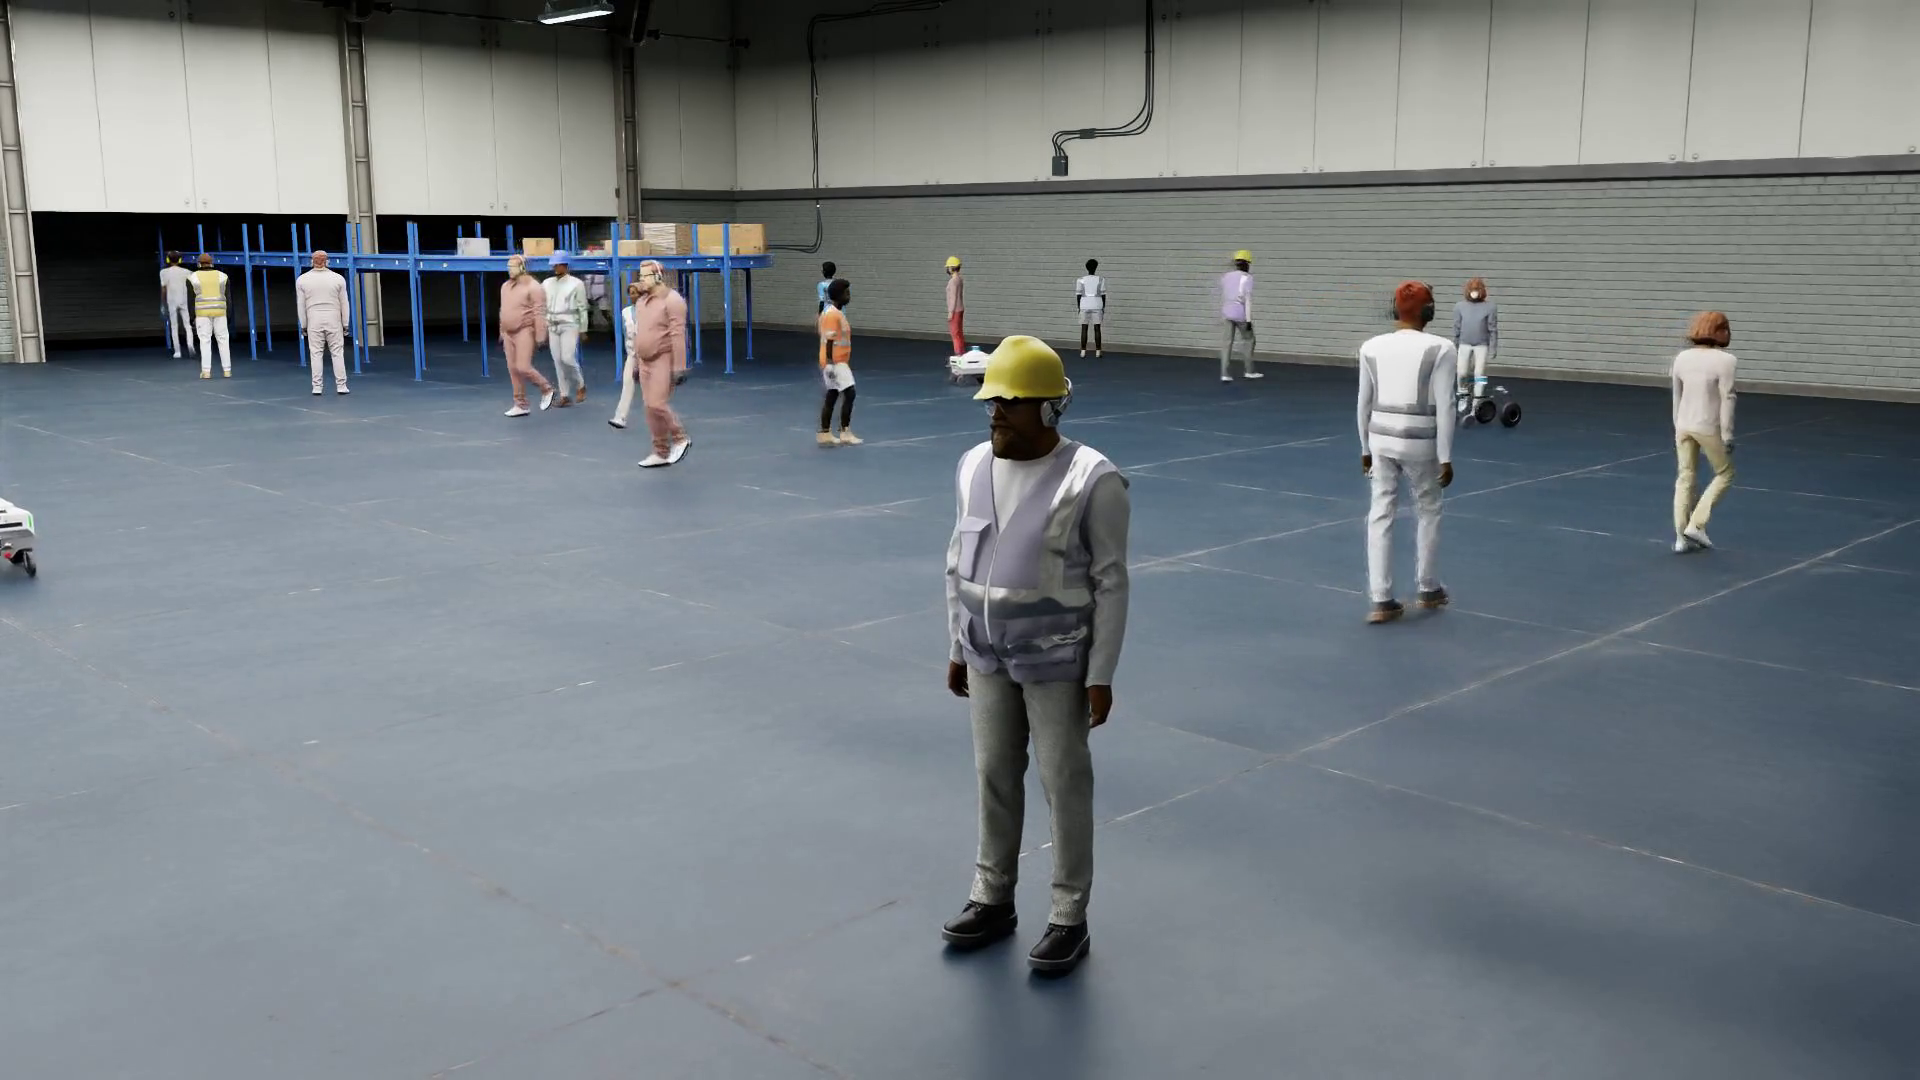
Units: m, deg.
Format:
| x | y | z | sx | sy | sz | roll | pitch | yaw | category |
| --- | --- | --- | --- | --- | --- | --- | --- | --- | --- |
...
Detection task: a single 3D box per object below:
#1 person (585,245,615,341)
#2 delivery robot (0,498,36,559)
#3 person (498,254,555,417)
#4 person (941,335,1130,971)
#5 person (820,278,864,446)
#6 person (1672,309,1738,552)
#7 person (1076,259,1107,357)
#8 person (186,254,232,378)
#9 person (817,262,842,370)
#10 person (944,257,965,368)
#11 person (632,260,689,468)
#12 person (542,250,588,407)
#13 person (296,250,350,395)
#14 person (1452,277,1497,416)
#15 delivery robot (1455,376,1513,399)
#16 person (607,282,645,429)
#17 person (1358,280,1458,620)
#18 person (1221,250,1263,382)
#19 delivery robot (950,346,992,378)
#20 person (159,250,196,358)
| x | y | z | sx | sy | sz | roll | pitch | yaw | category |
| --- | --- | --- | --- | --- | --- | --- | --- | --- | --- |
| -7.304 | -4.975 | 33.512 | 0.567 | 1.913 | 0.853 | -10 | 14 | -42 | person |
| -6.124 | -0.100 | 10.479 | 0.707 | 0.478 | 0.477 | 10 | 14 | 43 | delivery robot |
| -5.138 | -2.406 | 19.556 | 0.648 | 1.891 | 0.514 | 8 | 13 | 36 | person |
| 0.192 | 0.326 | 4.814 | 0.596 | 1.831 | 0.403 | 8 | 13 | 37 | person |
| -1.152 | -1.765 | 16.618 | 0.612 | 1.673 | 0.558 | 1 | 10 | 3 | person |
| 4.962 | -0.719 | 11.073 | 0.352 | 1.617 | 0.530 | -5 | 12 | -25 | person |
| 2.283 | -4.026 | 28.921 | 0.536 | 1.697 | 0.318 | 1 | 10 | 7 | person |
| -11.182 | -3.340 | 24.804 | 0.623 | 1.839 | 0.429 | -7 | 13 | -34 | person |
| -2.059 | -3.547 | 26.313 | 0.319 | 1.696 | 0.532 | 8 | 13 | 37 | person |
| -0.102 | -3.646 | 26.662 | 0.321 | 1.766 | 0.535 | 3 | 11 | 15 | person |
| -2.777 | -1.599 | 15.156 | 0.667 | 1.888 | 0.437 | 10 | 14 | 43 | person |
| -4.923 | -2.611 | 20.557 | 0.618 | 1.931 | 0.431 | 5 | 11 | 25 | person |
| -8.463 | -2.891 | 22.159 | 0.651 | 1.907 | 0.409 | -3 | 11 | -18 | person |
| 6.019 | -2.256 | 19.476 | 0.515 | 1.618 | 0.359 | 5 | 11 | 24 | person |
| 5.842 | -1.713 | 18.573 | 0.698 | 0.223 | 0.335 | -5 | 11 | -23 | delivery robot |
| -3.497 | -2.000 | 18.153 | 0.520 | 1.595 | 0.865 | 4 | 11 | 21 | person |
| 2.534 | -0.509 | 9.290 | 0.613 | 1.856 | 0.803 | 8 | 13 | 38 | person |
| 4.086 | -3.231 | 24.043 | 0.826 | 1.883 | 0.590 | -9 | 14 | -41 | person |
| 0.224 | -2.512 | 23.629 | 0.707 | 0.478 | 0.477 | -5 | 11 | -26 | delivery robot |
| -13.571 | -4.087 | 28.802 | 0.551 | 1.861 | 0.498 | -7 | 13 | -34 | person |
